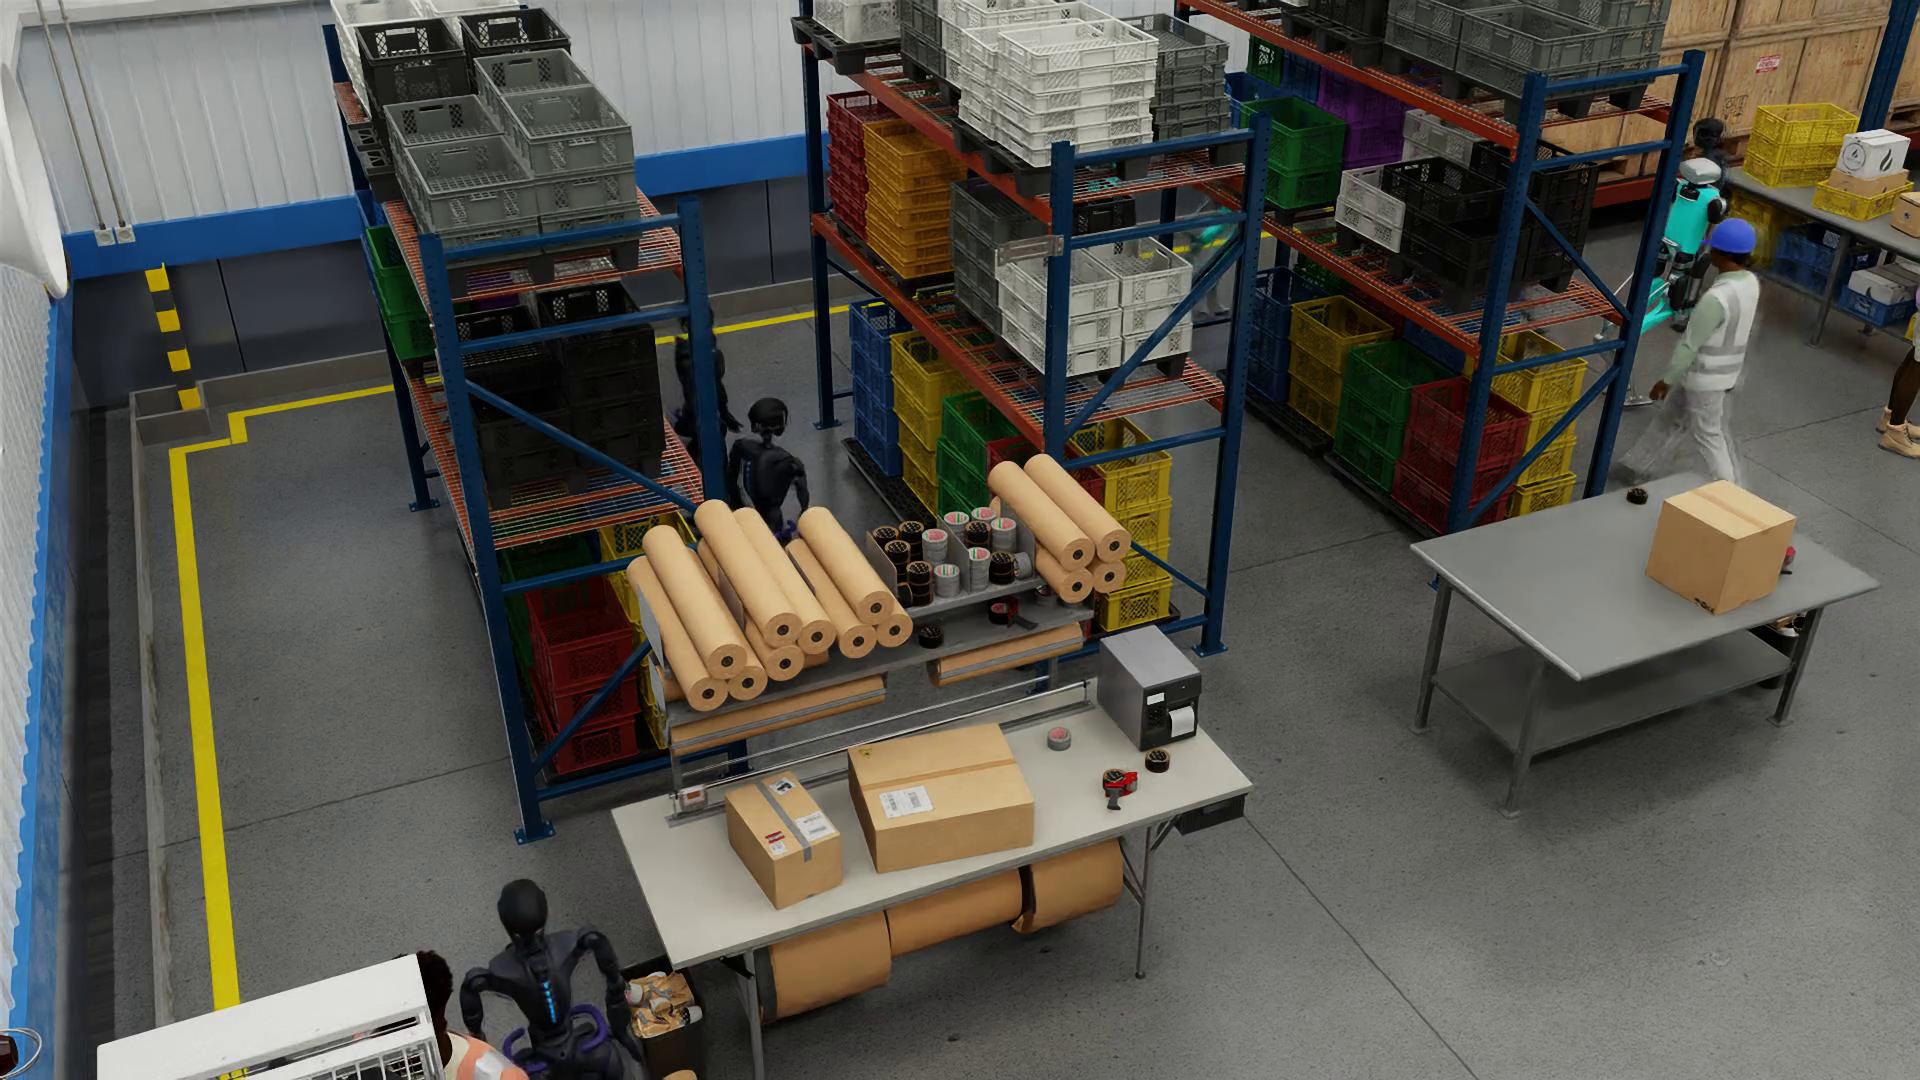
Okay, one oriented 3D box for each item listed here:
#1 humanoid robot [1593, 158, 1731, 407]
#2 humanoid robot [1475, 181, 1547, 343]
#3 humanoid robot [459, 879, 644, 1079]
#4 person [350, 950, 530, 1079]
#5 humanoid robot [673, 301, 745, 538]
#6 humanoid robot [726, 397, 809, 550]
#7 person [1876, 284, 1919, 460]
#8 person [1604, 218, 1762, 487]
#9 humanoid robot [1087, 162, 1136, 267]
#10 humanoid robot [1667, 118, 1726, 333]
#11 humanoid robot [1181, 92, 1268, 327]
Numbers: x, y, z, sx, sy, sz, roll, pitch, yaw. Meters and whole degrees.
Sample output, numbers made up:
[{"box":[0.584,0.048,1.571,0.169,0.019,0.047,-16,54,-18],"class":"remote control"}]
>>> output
[{"box":[4.657,-1.720,11.273,0.735,1.696,0.530,-10,33,-16],"class":"humanoid robot"},{"box":[4.042,-2.187,12.200,0.713,1.634,0.599,17,35,25],"class":"humanoid robot"},{"box":[-1.368,1.807,5.702,0.591,1.634,0.608,-16,35,-25],"class":"humanoid robot"},{"box":[-1.544,2.011,5.086,0.603,1.966,0.368,10,33,15],"class":"person"},{"box":[-1.462,-0.646,9.713,0.504,1.654,0.596,5,32,7],"class":"humanoid robot"},{"box":[-1.000,0.041,8.564,0.594,1.637,0.387,20,37,29],"class":"humanoid robot"},{"box":[6.377,-1.520,10.750,0.371,2.044,0.605,14,34,22],"class":"person"},{"box":[4.509,-1.026,10.088,0.998,1.900,0.608,23,39,33],"class":"person"},{"box":[0.973,-1.925,11.678,0.542,1.762,0.727,0,32,0],"class":"humanoid robot"},{"box":[5.499,-2.333,12.427,0.607,1.642,0.501,-26,40,-36],"class":"humanoid robot"},{"box":[1.976,-2.422,12.605,0.744,1.889,0.543,-10,33,-15],"class":"humanoid robot"}]
